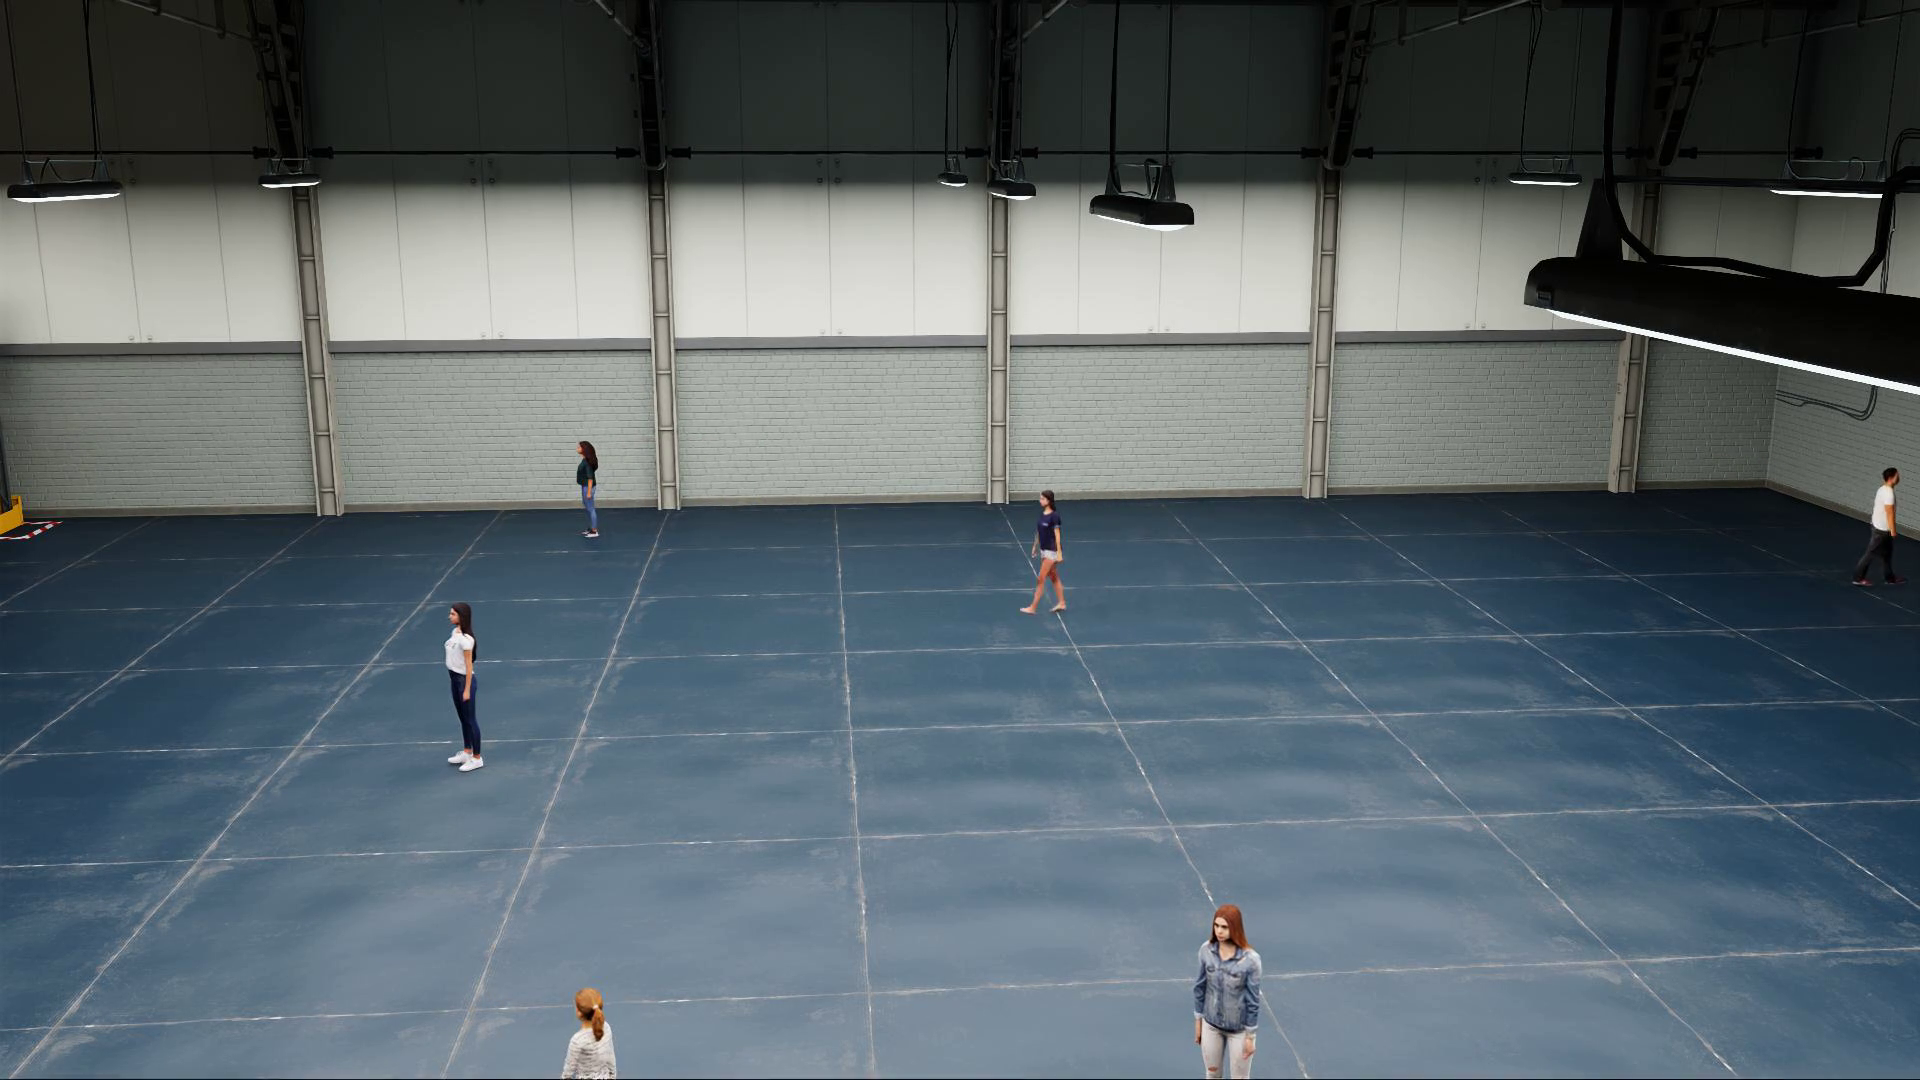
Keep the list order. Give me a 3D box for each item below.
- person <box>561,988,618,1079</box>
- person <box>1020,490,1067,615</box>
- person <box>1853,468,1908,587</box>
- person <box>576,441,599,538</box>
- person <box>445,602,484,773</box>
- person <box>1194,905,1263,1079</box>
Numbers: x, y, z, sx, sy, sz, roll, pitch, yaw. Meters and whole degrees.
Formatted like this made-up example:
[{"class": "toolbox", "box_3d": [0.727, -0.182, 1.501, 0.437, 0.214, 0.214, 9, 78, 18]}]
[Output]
[{"class": "person", "box_3d": [-2.194, 3.408, 10.186, 0.954, 1.284, 0.798, 7, 15, 29]}, {"class": "person", "box_3d": [1.330, 0.179, 23.136, 1.073, 1.734, 0.828, -6, 14, -24]}, {"class": "person", "box_3d": [13.526, -0.181, 24.601, 1.080, 1.775, 0.916, 5, 14, 21]}, {"class": "person", "box_3d": [-6.232, -0.862, 27.896, 0.637, 1.615, 0.638, -3, 13, -15]}, {"class": "person", "box_3d": [-5.157, 1.507, 17.310, 0.683, 1.775, 0.668, -9, 16, -35]}, {"class": "person", "box_3d": [1.719, 3.101, 10.596, 0.657, 1.699, 0.740, 9, 16, 33]}]
